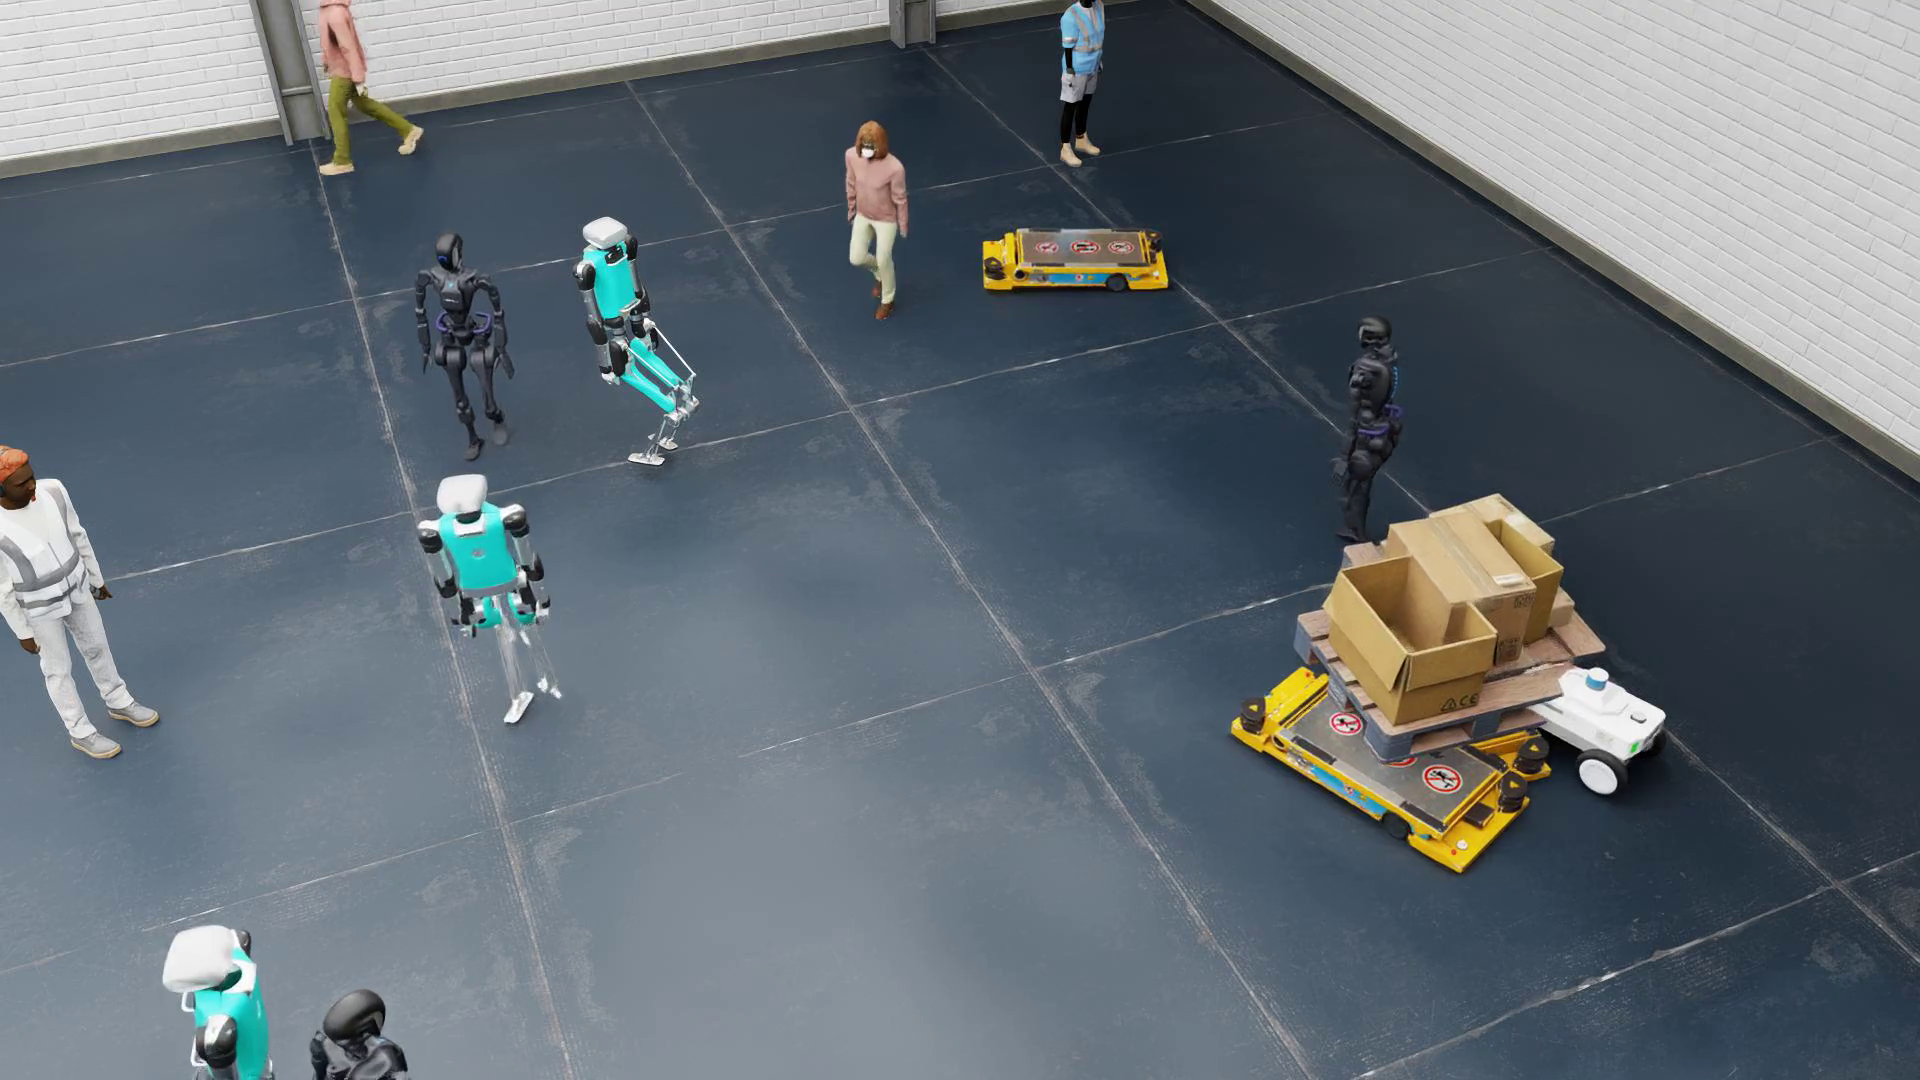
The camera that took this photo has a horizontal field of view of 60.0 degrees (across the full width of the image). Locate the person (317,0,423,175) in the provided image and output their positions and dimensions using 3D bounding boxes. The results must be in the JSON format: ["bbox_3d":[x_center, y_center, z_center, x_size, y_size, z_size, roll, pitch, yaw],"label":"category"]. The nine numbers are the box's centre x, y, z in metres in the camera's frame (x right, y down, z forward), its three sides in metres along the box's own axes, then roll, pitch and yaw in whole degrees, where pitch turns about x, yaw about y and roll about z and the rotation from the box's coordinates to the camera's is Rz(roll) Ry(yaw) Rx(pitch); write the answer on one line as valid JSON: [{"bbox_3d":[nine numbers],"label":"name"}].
[{"bbox_3d":[-5.217,-4.062,14.303,0.876,1.801,0.513,-13,39,-16],"label":"person"}]

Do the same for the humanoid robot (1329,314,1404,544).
[{"bbox_3d":[2.468,-0.585,9.878,0.419,1.645,0.607,25,44,28],"label":"humanoid robot"}]

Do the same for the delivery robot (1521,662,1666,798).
[{"bbox_3d":[3.326,0.937,8.810,0.740,0.584,0.512,31,47,34],"label":"delivery robot"}]

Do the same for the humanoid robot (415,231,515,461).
[{"bbox_3d":[-3.204,-1.266,10.764,0.602,1.641,0.363,0,38,0],"label":"humanoid robot"}]

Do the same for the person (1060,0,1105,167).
[{"bbox_3d":[1.067,-4.112,14.454,0.318,1.696,0.532,25,44,29],"label":"person"}]

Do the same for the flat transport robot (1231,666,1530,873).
[{"bbox_3d":[2.204,1.153,8.773,1.431,0.231,0.659,31,47,34],"label":"flat transport robot"}]

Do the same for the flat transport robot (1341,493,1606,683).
[{"bbox_3d":[2.844,0.575,9.524,1.431,0.231,0.659,-9,38,-11],"label":"flat transport robot"}]

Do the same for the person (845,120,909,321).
[{"bbox_3d":[-0.604,-2.372,12.258,0.516,1.603,0.430,18,41,22],"label":"person"}]

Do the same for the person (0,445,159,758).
[{"bbox_3d":[-4.636,0.311,8.550,0.361,1.880,0.573,14,40,17],"label":"person"}]

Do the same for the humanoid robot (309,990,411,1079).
[{"bbox_3d":[-2.139,2.256,6.180,0.615,1.645,0.433,19,41,22],"label":"humanoid robot"}]

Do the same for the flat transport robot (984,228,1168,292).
[{"bbox_3d":[0.905,-2.215,13.156,1.431,0.231,0.659,0,38,0],"label":"flat transport robot"}]

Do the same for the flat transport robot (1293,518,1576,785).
[{"bbox_3d":[2.573,0.842,9.178,0.659,0.231,1.431,-11,39,-14],"label":"flat transport robot"}]

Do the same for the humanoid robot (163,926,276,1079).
[{"bbox_3d":[-2.884,2.166,6.283,0.778,1.828,0.536,-8,38,-10],"label":"humanoid robot"}]

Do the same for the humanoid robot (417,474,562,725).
[{"bbox_3d":[-2.439,0.263,8.745,0.563,1.792,0.836,-10,39,-13],"label":"humanoid robot"}]

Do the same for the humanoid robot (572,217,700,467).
[{"bbox_3d":[-1.966,-1.202,10.524,0.735,1.677,0.533,18,41,22],"label":"humanoid robot"}]
